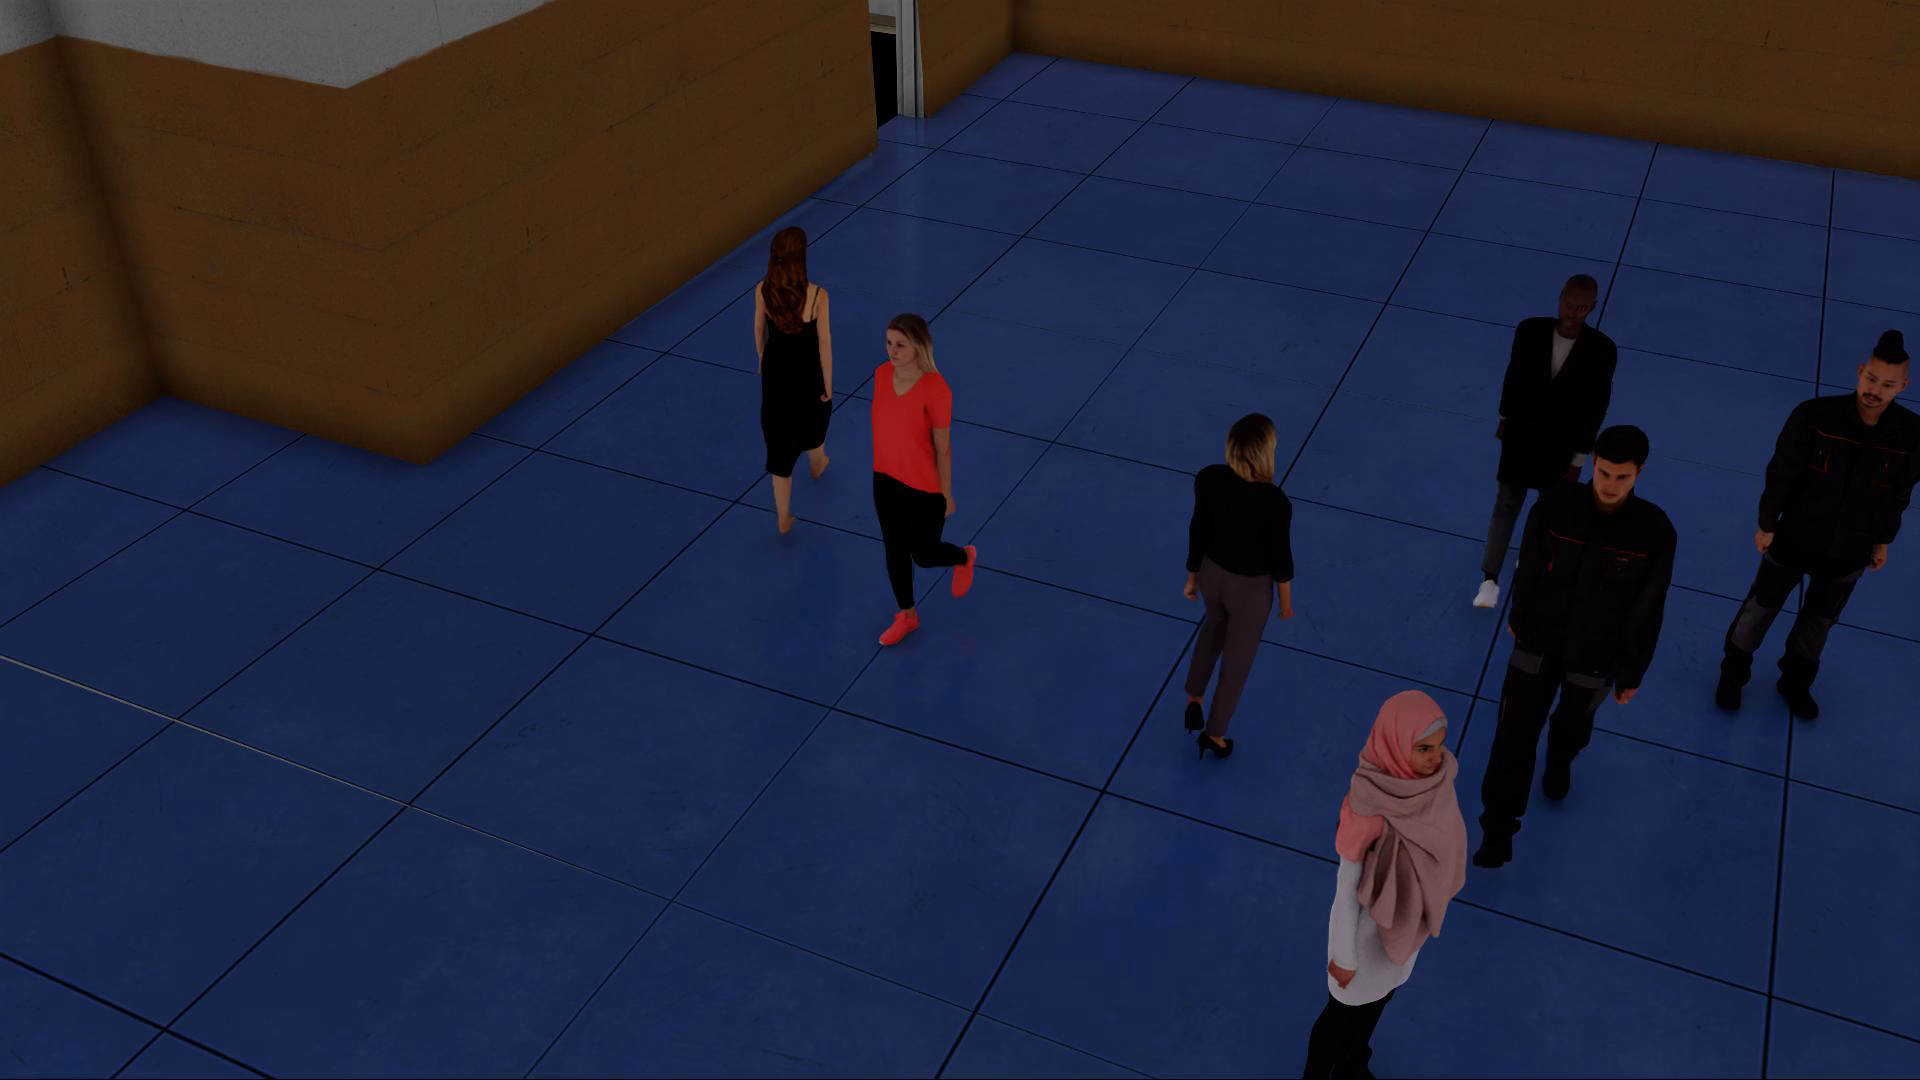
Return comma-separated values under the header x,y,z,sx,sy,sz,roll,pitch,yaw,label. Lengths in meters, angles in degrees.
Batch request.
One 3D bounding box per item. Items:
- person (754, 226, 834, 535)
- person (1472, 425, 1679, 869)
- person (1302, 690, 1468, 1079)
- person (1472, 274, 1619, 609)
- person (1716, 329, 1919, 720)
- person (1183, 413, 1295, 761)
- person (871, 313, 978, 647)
x,y,z,sx,sy,sz,roll,pitch,yaw,label
-0.876,-0.776,8.539,1.124,1.576,0.909,3,34,5,person
2.446,0.340,6.578,1.169,1.888,0.761,15,36,21,person
1.340,1.224,5.327,0.729,1.803,0.744,-23,40,-31,person
2.855,-0.521,8.035,1.103,1.708,0.765,19,38,26,person
3.734,-0.065,7.184,0.625,1.869,0.871,7,34,11,person
1.085,0.267,6.893,0.742,1.662,0.616,-28,43,-36,person
-0.161,-0.292,7.718,0.849,1.678,0.778,23,40,31,person
